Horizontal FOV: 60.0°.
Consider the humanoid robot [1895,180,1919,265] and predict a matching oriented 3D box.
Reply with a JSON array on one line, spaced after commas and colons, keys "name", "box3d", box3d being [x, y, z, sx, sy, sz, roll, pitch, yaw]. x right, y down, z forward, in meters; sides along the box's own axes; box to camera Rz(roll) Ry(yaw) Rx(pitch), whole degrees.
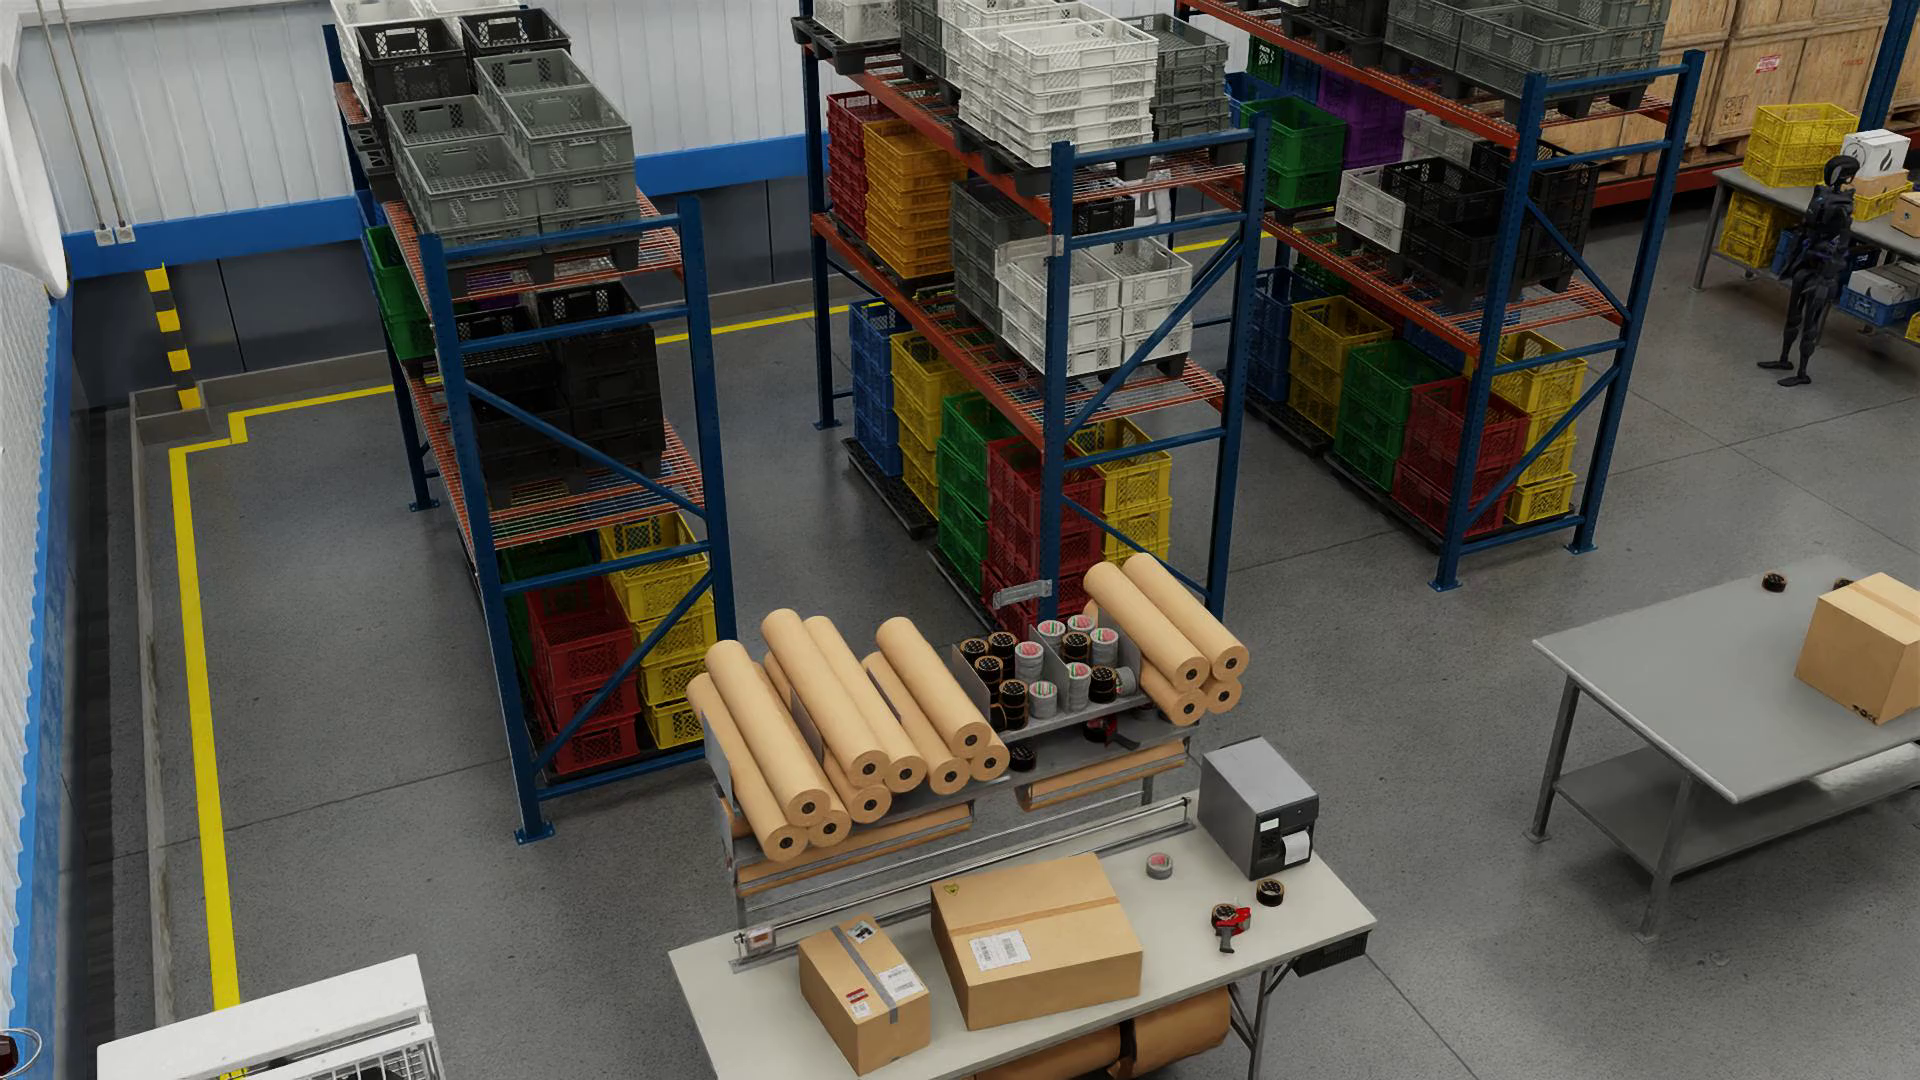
[{"name": "humanoid robot", "box3d": [7.442, -2.545, 12.750, 0.327, 1.654, 0.591, 27, 41, 37]}]

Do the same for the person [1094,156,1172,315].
[{"name": "person", "box3d": [1.230, -2.163, 11.943, 0.581, 1.882, 0.337, 16, 35, 23]}]

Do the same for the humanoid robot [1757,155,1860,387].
[{"name": "humanoid robot", "box3d": [5.994, -1.897, 11.695, 0.327, 1.657, 0.591, -2, 32, -3]}]
